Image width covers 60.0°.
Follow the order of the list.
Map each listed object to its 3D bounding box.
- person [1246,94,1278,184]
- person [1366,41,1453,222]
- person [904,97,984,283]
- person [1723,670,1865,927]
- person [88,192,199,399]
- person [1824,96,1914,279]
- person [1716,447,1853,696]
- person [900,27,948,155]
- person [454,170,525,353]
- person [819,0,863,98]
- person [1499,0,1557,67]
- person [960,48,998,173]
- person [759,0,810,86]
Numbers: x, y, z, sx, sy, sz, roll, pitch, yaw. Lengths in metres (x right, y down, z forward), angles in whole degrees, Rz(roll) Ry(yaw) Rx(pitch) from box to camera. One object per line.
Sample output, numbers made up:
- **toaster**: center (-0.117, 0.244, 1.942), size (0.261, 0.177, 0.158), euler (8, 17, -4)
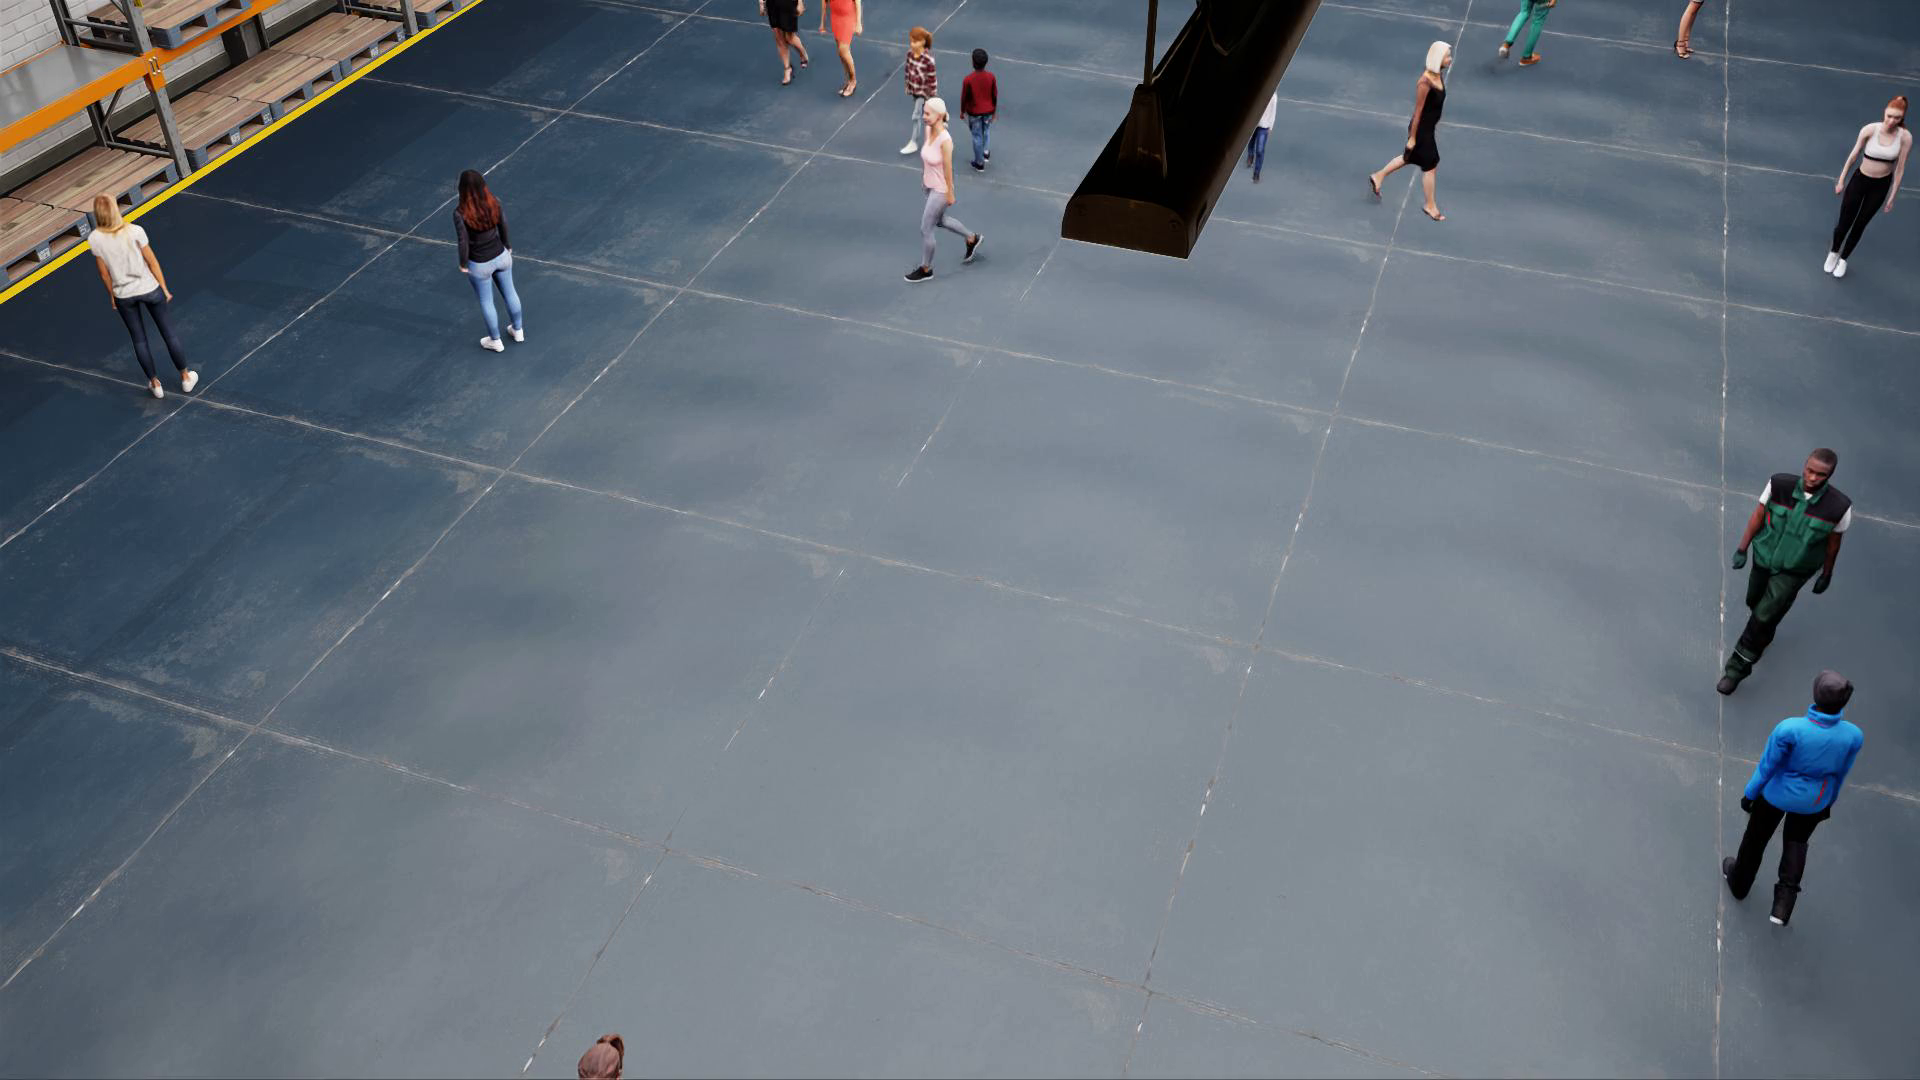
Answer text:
- **person**: center (3.000, -4.200, 16.721), size (0.483, 1.093, 0.800), euler (10, 40, 12)
- **person**: center (4.344, -3.919, 15.876), size (0.797, 1.707, 1.066), euler (20, 43, 23)
- **person**: center (-0.119, -3.168, 14.944), size (1.087, 1.697, 1.017), euler (-17, 42, -20)
- **person**: center (4.563, 1.462, 9.077), size (0.715, 1.784, 0.915), euler (6, 39, 8)
- **person**: center (-6.589, -1.962, 13.344), size (0.669, 1.808, 0.712), euler (-13, 40, -16)
- **person**: center (8.170, -3.195, 14.950), size (0.635, 1.732, 0.602), euler (14, 41, 17)
- **person**: center (5.335, 0.114, 10.748), size (1.033, 1.804, 1.292), euler (28, 46, 30)
- **person**: center (-0.348, -4.665, 17.150), size (0.982, 1.284, 0.785), euler (-29, 47, -31)
- **person**: center (-3.970, -2.360, 13.983), size (0.774, 1.634, 0.645), euler (32, 48, 33)
- **person**: center (-1.218, -5.694, 18.100), size (0.669, 1.705, 0.671), euler (27, 46, 30)
- **person**: center (6.418, -6.152, 18.630), size (0.966, 1.760, 0.869), euler (-27, 46, -29)
- **person**: center (0.222, -4.296, 16.721), size (0.609, 1.241, 0.668), euler (-15, 41, -18)
- **person**: center (-1.926, -5.881, 18.344), size (0.719, 1.692, 0.806), euler (13, 40, 16)
